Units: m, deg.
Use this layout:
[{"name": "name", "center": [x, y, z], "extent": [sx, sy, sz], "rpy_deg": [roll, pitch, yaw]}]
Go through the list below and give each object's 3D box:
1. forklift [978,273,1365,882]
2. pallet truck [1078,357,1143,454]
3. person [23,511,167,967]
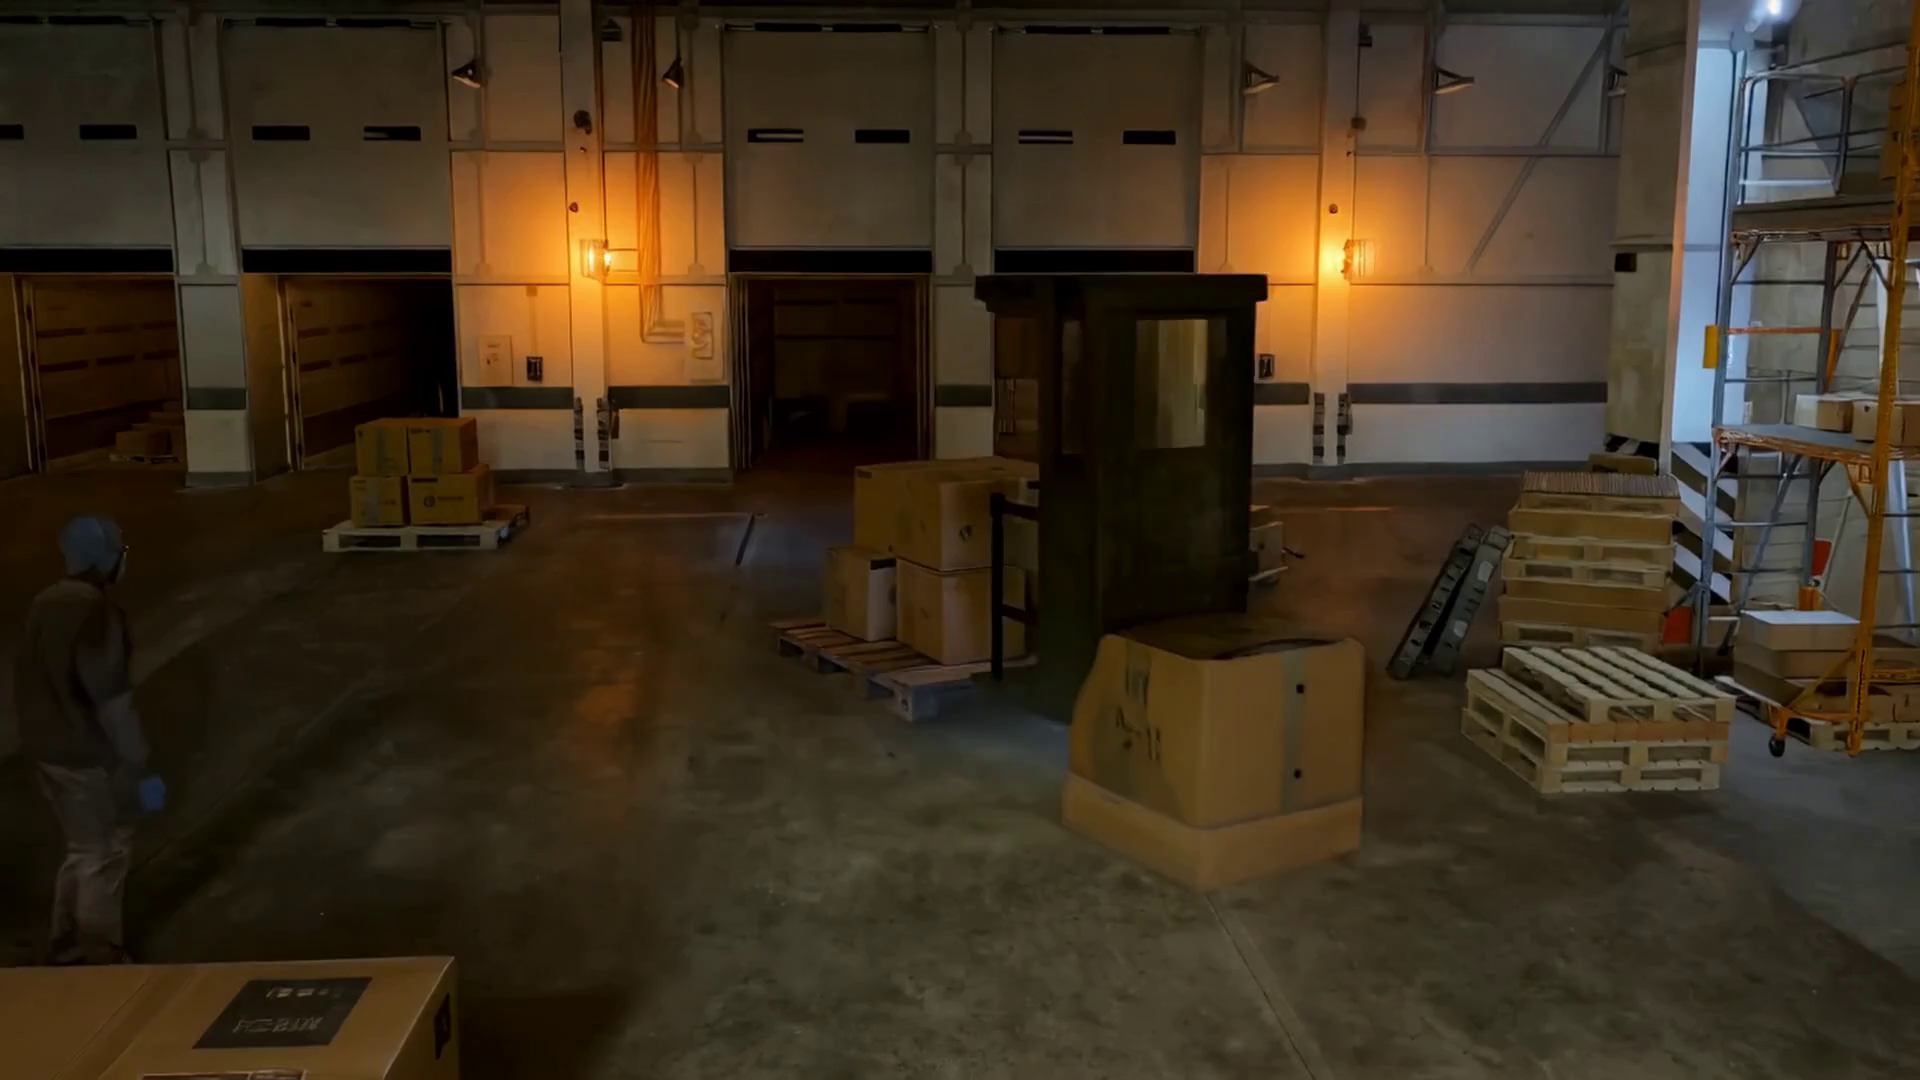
[{"name": "forklift", "center": [1.054, 0.064, 8.347], "extent": [1.129, 2.768, 1.873], "rpy_deg": [-5, 10, -30]}, {"name": "pallet truck", "center": [2.088, -0.836, 16.757], "extent": [1.885, 1.965, 0.823], "rpy_deg": [2, 9, 13]}, {"name": "person", "center": [-3.340, 0.852, 6.404], "extent": [0.662, 1.926, 0.404], "rpy_deg": [8, 12, 40]}]
